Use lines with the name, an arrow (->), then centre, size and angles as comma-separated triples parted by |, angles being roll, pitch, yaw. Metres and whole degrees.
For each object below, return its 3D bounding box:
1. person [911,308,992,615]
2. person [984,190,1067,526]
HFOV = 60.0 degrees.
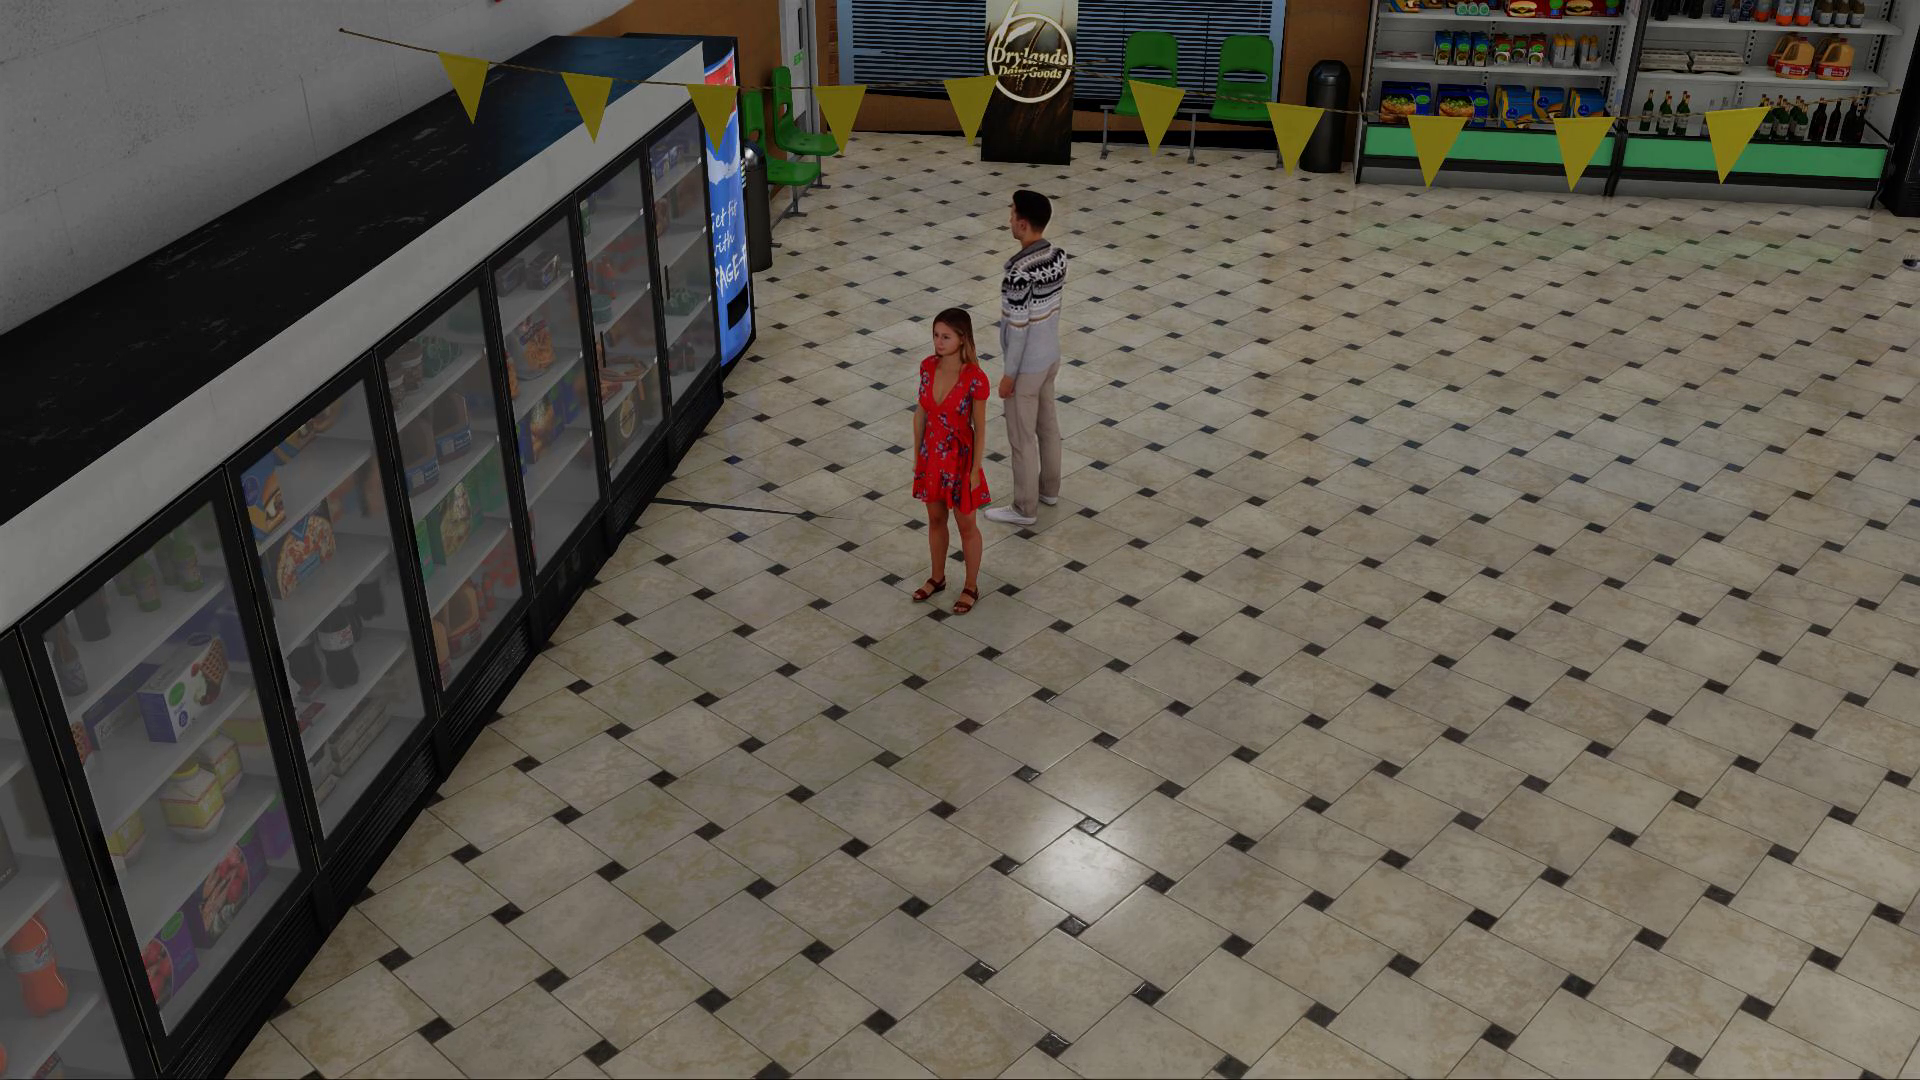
person -> -0.037, -0.396, 8.232 | 0.598, 1.593, 0.707 | 17, 33, 29
person -> 0.386, -0.982, 9.027 | 0.694, 1.860, 0.757 | 15, 32, 26
